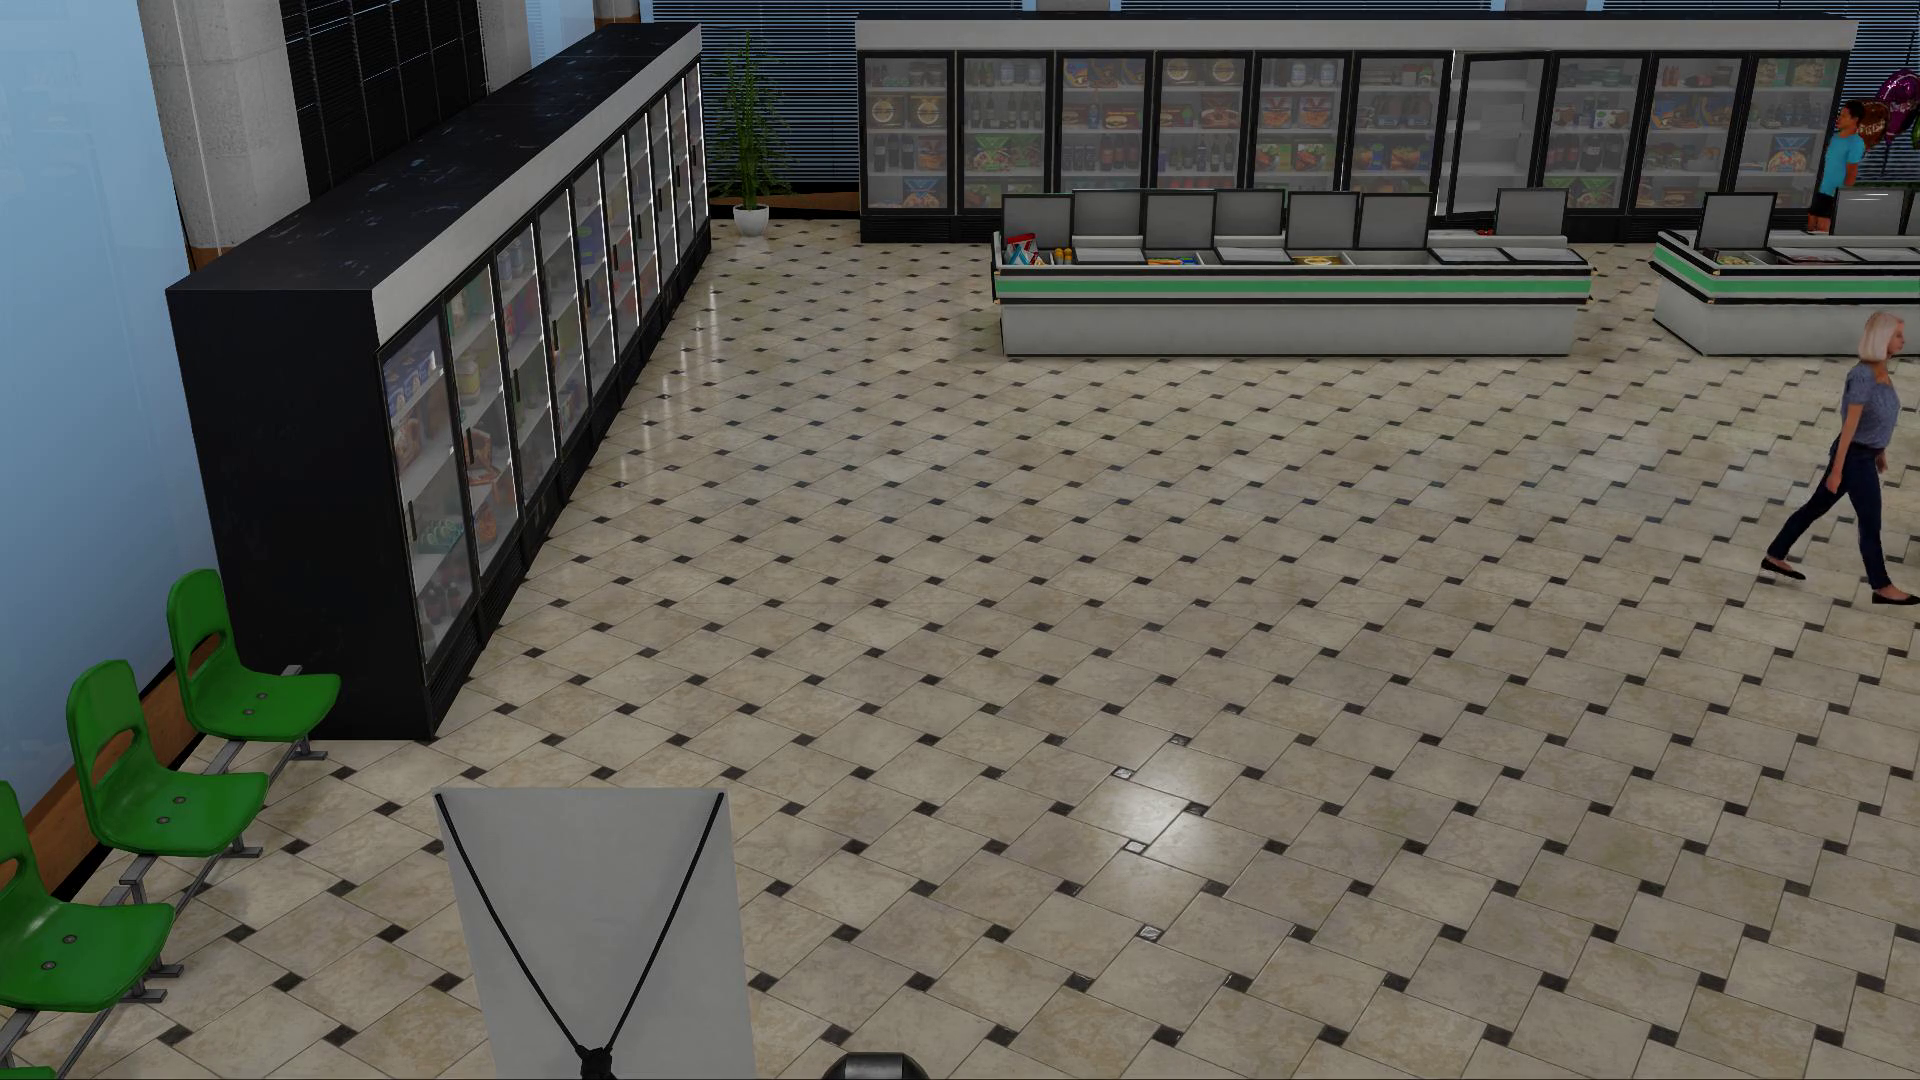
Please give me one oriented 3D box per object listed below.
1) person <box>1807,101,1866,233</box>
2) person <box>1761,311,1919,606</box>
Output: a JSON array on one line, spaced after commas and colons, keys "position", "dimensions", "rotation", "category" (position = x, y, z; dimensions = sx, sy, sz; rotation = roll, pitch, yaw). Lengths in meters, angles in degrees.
[{"position": [8.416, -3.268, 15.836], "dimensions": [0.799, 1.761, 0.640], "rotation": [1, 24, 1], "category": "person"}, {"position": [5.042, -0.473, 9.553], "dimensions": [1.167, 1.677, 1.028], "rotation": [17, 29, 34], "category": "person"}]
